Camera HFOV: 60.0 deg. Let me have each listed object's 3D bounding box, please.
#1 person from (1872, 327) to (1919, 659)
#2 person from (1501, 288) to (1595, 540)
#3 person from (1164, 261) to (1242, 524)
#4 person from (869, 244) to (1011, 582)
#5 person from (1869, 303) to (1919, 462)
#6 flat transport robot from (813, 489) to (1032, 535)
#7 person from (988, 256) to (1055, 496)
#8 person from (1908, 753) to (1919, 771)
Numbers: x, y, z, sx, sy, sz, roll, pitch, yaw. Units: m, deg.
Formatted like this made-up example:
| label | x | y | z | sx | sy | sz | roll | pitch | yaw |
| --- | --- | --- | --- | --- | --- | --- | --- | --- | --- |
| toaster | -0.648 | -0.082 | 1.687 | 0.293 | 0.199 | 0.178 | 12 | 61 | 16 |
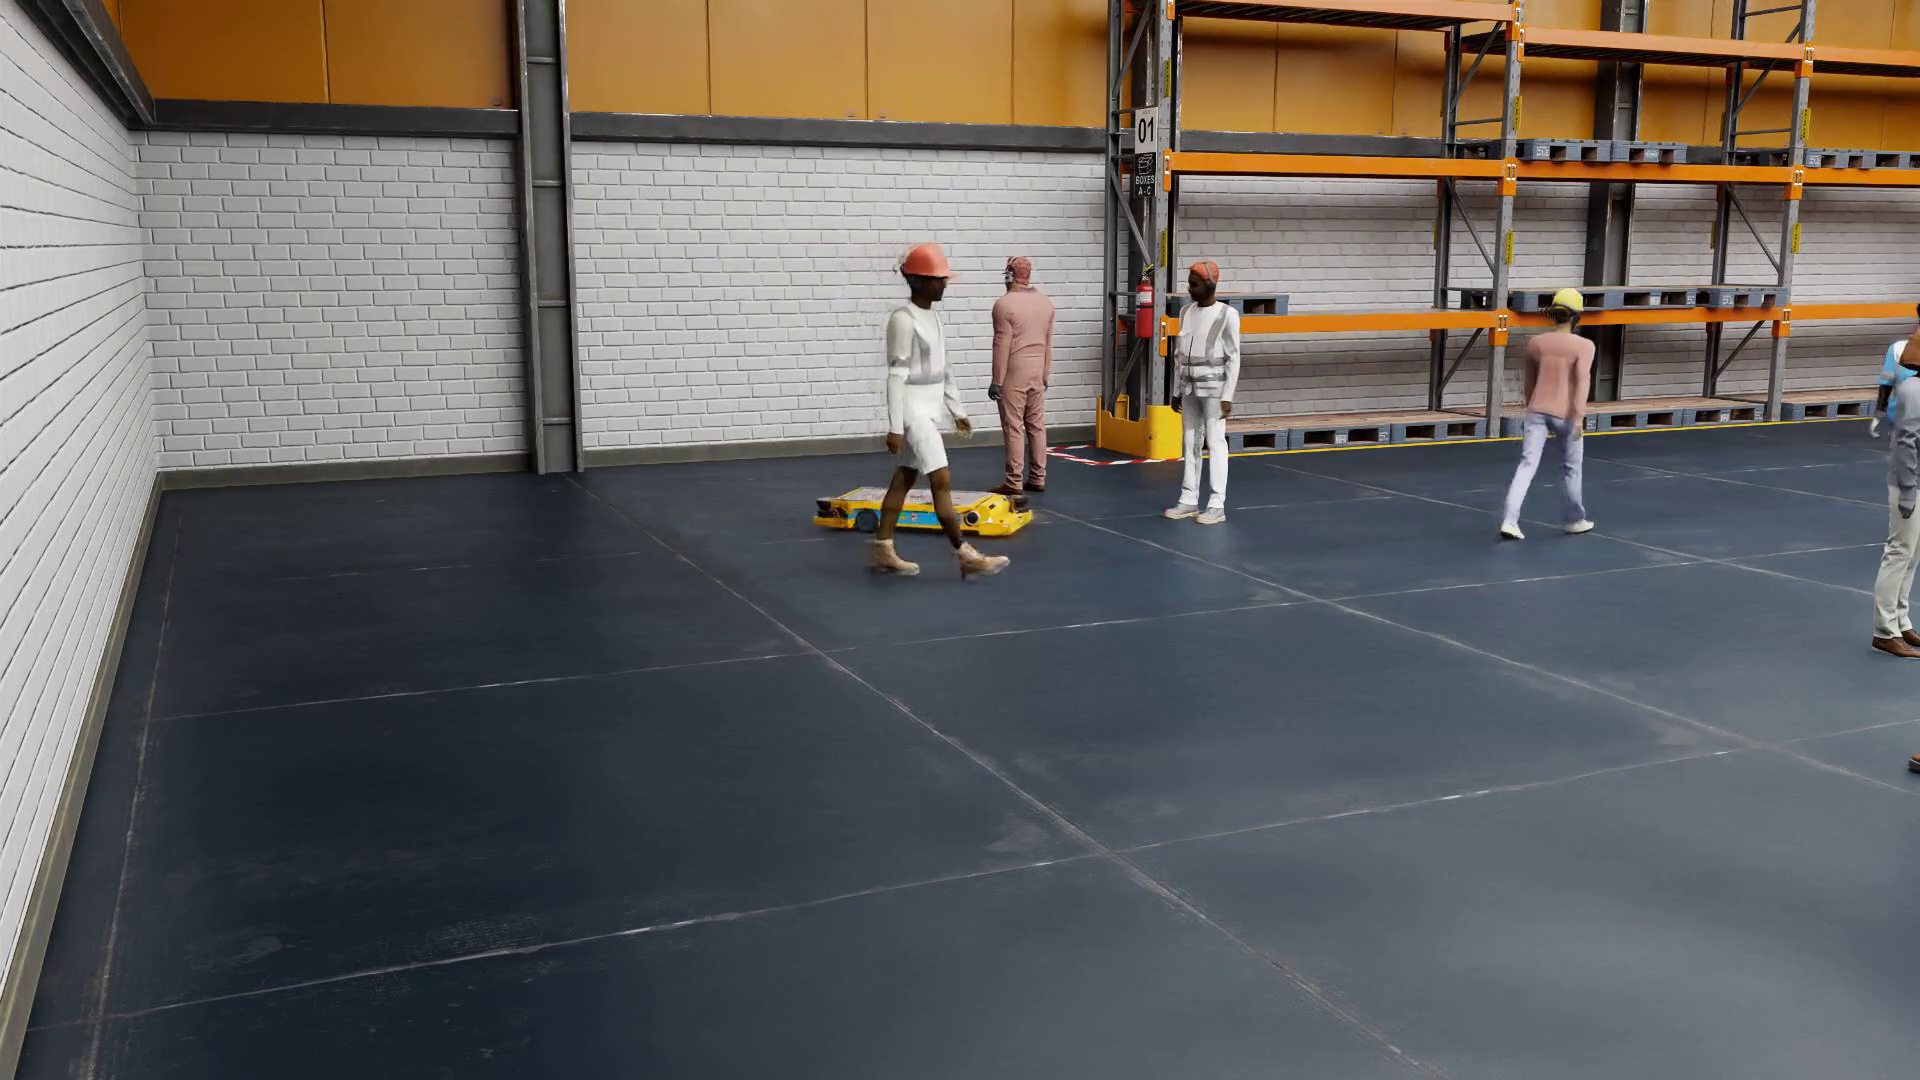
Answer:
| label | x | y | z | sx | sy | sz | roll | pitch | yaw |
| --- | --- | --- | --- | --- | --- | --- | --- | --- | --- |
| person | 4.706 | -0.246 | 8.159 | 0.277 | 1.636 | 0.504 | 10 | 14 | 43 |
| person | 4.028 | -0.852 | 11.323 | 0.924 | 1.715 | 0.539 | -9 | 14 | -42 |
| person | 1.754 | -1.062 | 12.006 | 0.354 | 1.886 | 0.572 | -8 | 13 | -38 |
| person | -0.124 | -0.750 | 9.940 | 0.995 | 1.994 | 0.637 | 3 | 11 | 15 |
| person | 6.359 | -0.778 | 11.014 | 0.736 | 1.671 | 0.533 | -8 | 13 | -38 |
| flat transport robot | -0.260 | -0.213 | 11.776 | 1.431 | 0.197 | 0.652 | 3 | 11 | 16 |
| person | 0.459 | -1.307 | 13.319 | 0.402 | 1.906 | 0.652 | 10 | 14 | 44 |
| person | 3.838 | -0.019 | 6.049 | 0.352 | 1.937 | 0.635 | -1 | 10 | -6 |
